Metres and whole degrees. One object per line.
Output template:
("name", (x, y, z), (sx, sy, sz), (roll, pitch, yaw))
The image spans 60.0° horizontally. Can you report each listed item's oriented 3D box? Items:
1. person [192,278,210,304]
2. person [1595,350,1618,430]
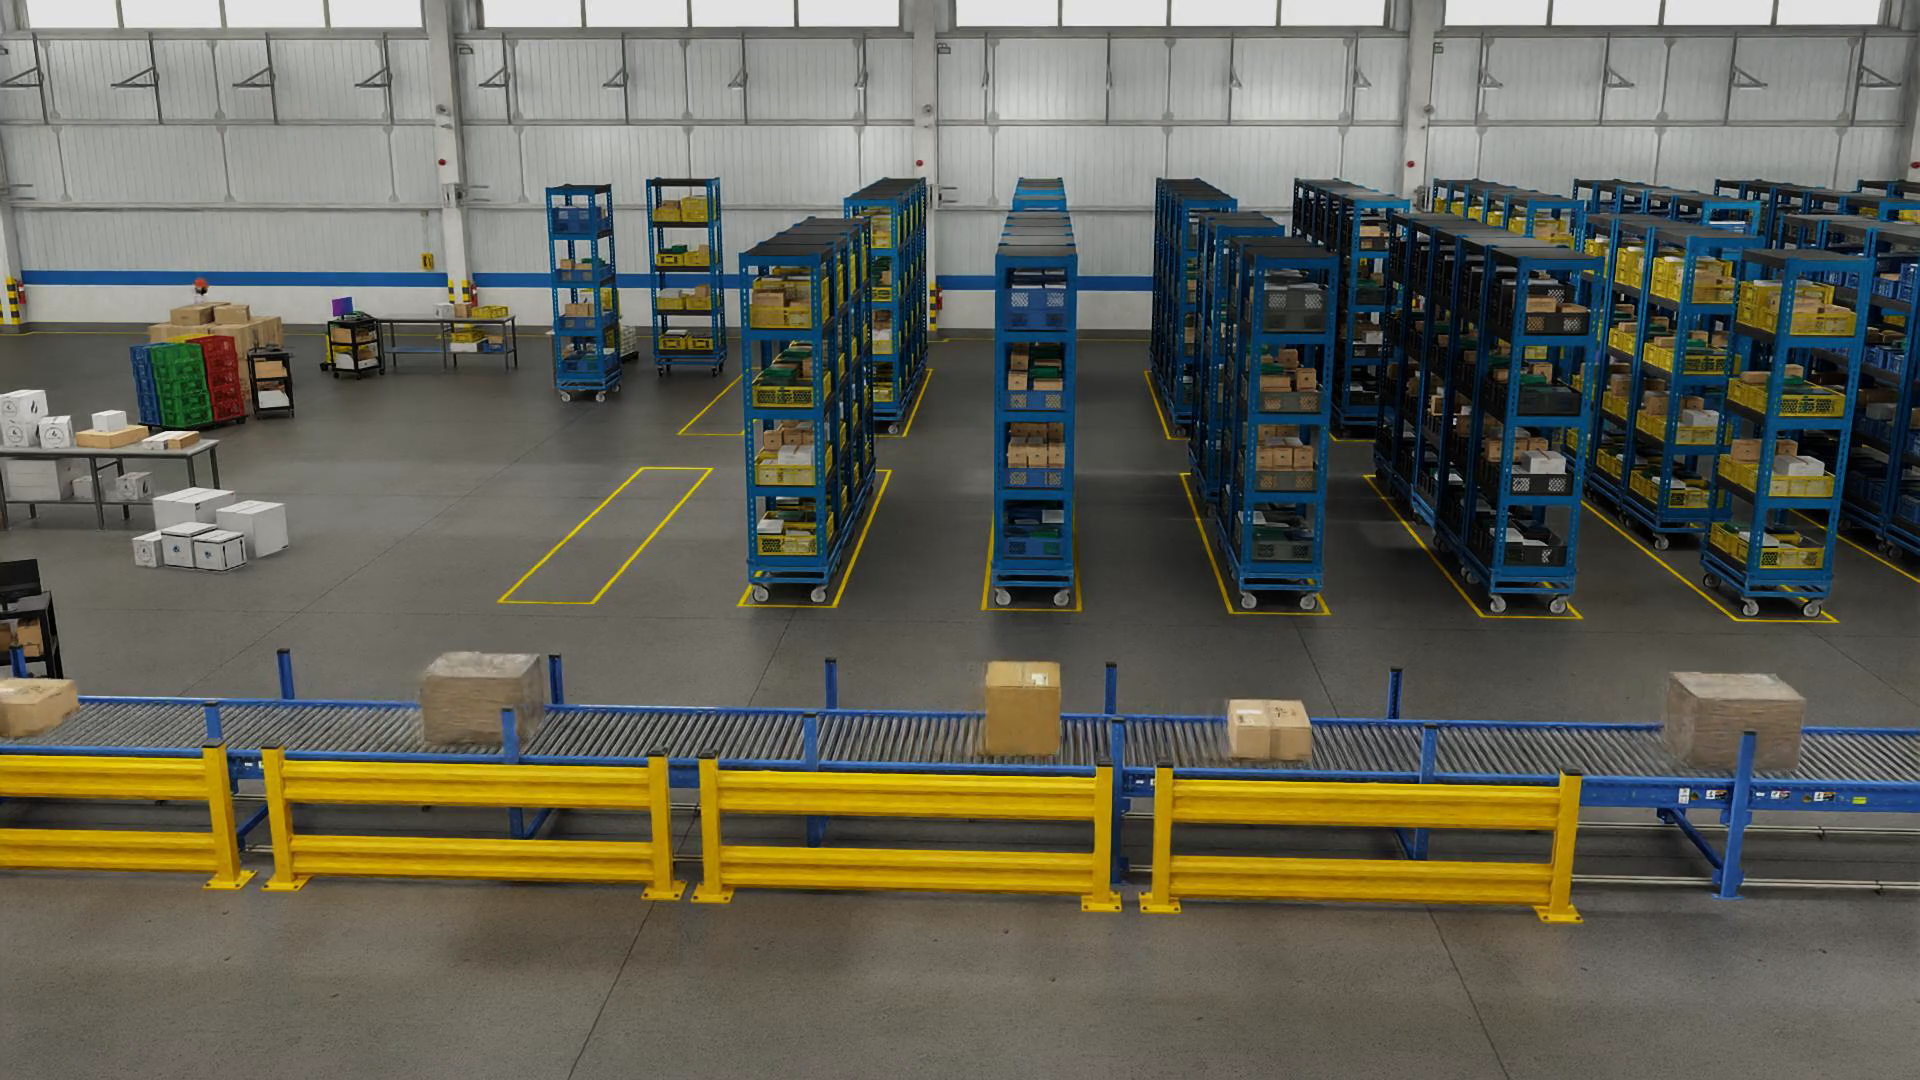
("person", (-14.416, -4.123, 31.610), (0.880, 1.713, 0.563), (-8, 17, -26))
("person", (9.512, -2.296, 24.561), (0.390, 1.847, 0.563), (4, 15, 13))
